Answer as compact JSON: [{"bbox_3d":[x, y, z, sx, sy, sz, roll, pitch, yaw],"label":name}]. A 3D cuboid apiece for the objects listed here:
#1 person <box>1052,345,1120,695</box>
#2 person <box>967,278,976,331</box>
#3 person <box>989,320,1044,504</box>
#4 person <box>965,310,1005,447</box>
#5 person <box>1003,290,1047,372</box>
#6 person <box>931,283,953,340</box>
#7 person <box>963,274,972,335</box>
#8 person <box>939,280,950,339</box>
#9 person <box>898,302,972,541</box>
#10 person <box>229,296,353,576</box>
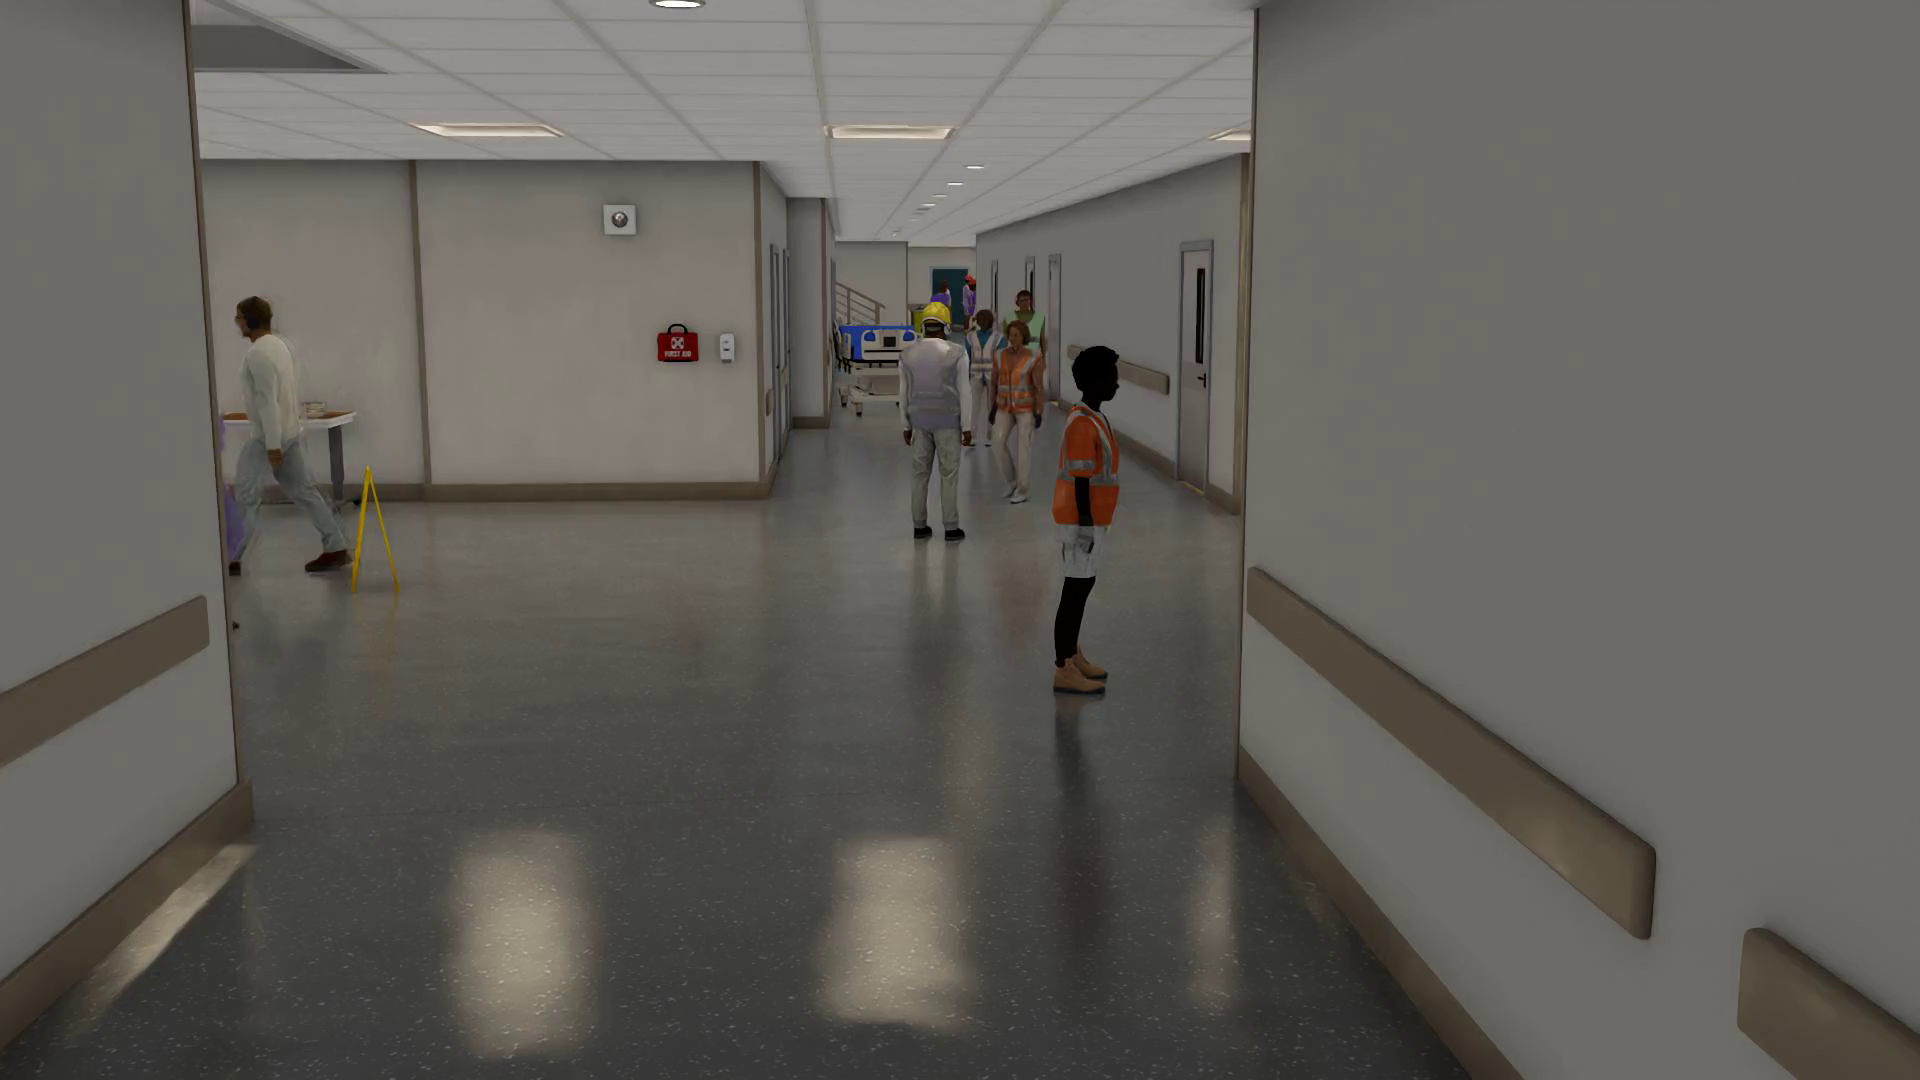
[{"bbox_3d":[0.614,-0.101,8.100,0.322,1.689,0.535,2,9,11],"label":"person"},{"bbox_3d":[0.357,-6.101,44.991,0.374,1.936,0.551,-1,9,-5],"label":"person"},{"bbox_3d":[0.492,-1.132,14.744,0.548,1.621,0.367,5,10,28],"label":"person"},{"bbox_3d":[0.269,-1.879,19.472,0.541,1.606,0.758,2,9,14],"label":"person"},{"bbox_3d":[0.865,-2.406,22.145,0.605,1.811,0.864,0,9,0],"label":"person"},{"bbox_3d":[-0.486,-5.502,41.585,0.711,1.817,0.512,4,10,24],"label":"person"},{"bbox_3d":[0.291,-7.921,56.079,0.370,2.044,0.608,-2,9,-14],"label":"person"},{"bbox_3d":[-0.518,-7.289,52.618,0.353,1.883,0.577,-5,10,-27],"label":"person"},{"bbox_3d":[-0.178,-0.900,12.704,0.590,1.824,0.403,4,10,22],"label":"person"},{"bbox_3d":[-4.641,-0.695,11.214,1.019,1.890,0.650,-1,9,-8],"label":"person"}]
